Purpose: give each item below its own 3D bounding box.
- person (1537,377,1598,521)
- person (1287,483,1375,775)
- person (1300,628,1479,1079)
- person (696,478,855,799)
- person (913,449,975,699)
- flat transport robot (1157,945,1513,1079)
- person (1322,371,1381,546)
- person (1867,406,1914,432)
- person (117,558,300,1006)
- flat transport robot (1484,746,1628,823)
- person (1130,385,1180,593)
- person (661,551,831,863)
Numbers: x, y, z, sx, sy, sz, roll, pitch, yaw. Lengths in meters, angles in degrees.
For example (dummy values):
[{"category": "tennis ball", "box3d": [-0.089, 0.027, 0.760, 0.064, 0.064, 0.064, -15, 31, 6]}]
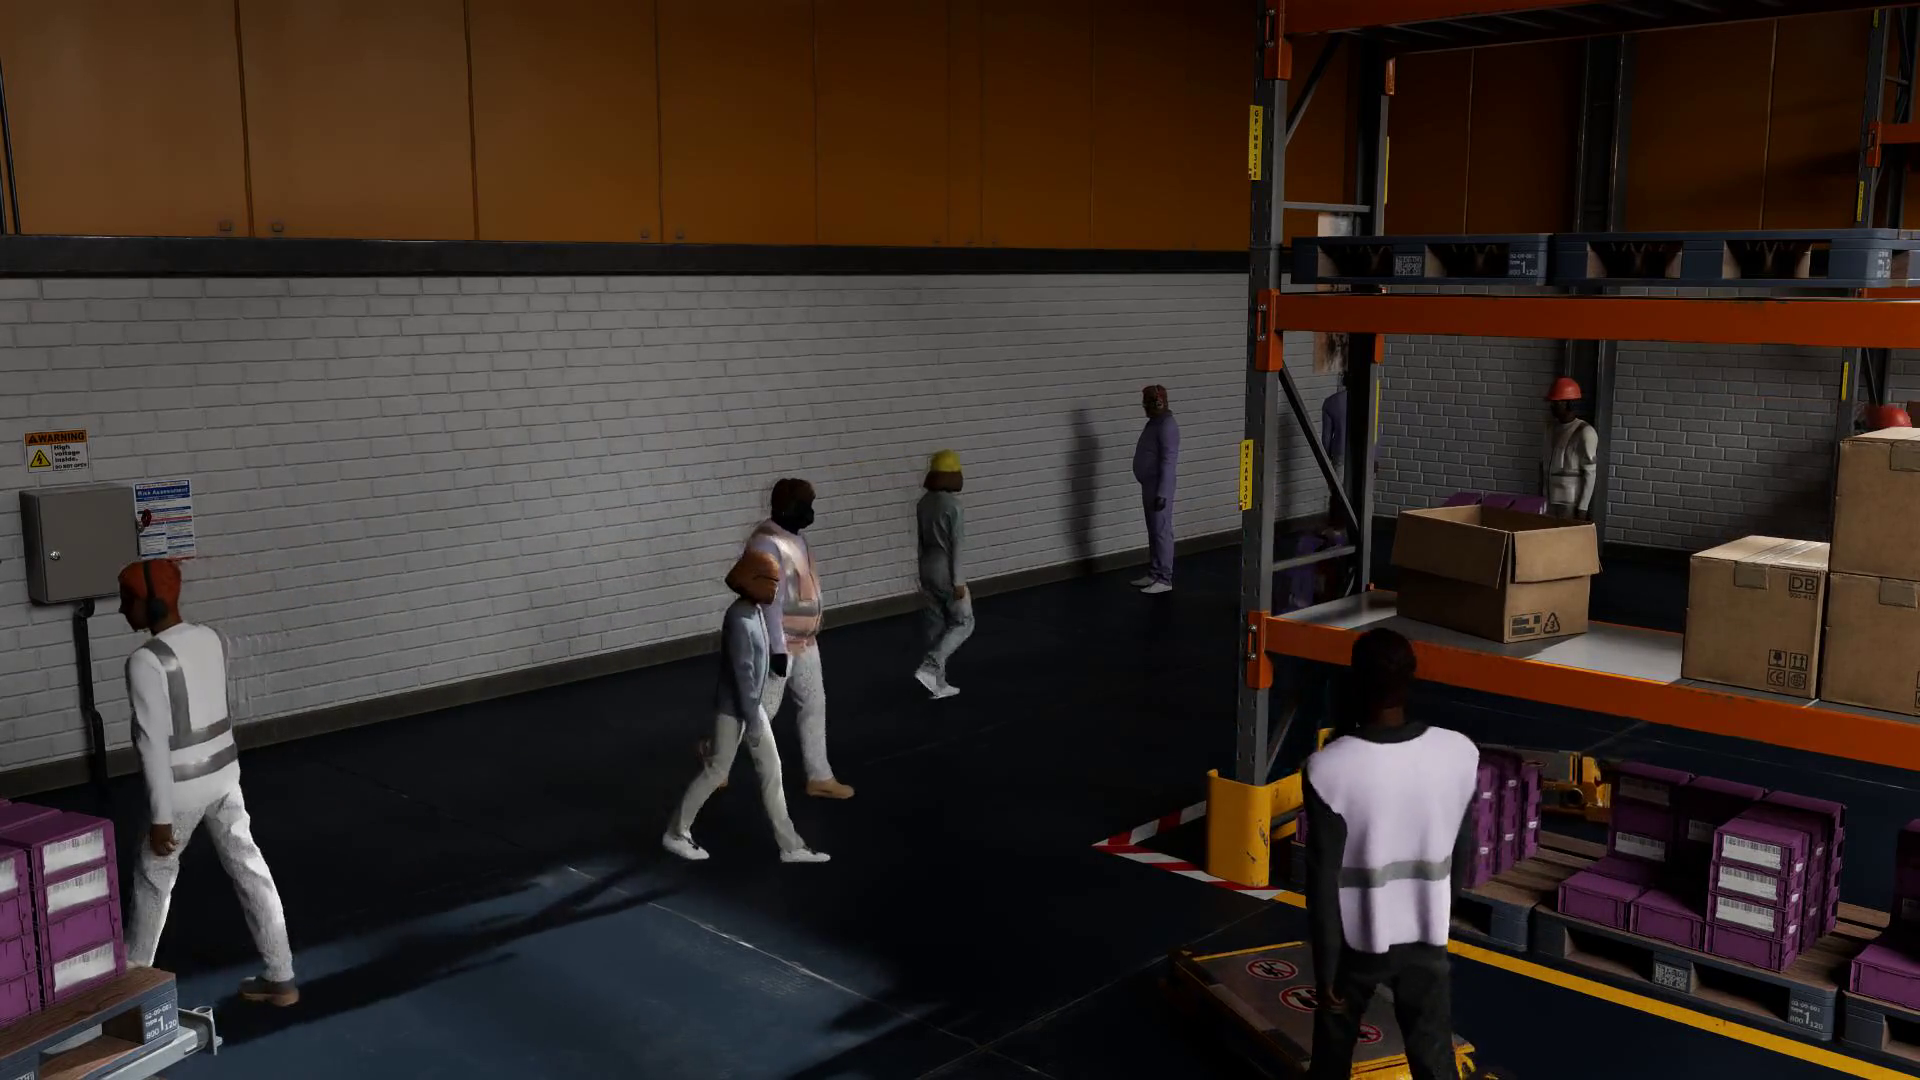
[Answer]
[{"category": "person", "box3d": [5.069, -0.350, 14.051, 0.392, 2.041, 0.615, -3, 10, -18]}, {"category": "person", "box3d": [2.008, 0.596, 8.960, 0.483, 1.820, 0.556, -4, 10, -21]}, {"category": "person", "box3d": [1.315, 1.197, 5.130, 0.592, 1.869, 1.051, -2, 9, -9]}, {"category": "person", "box3d": [-1.034, 0.549, 9.263, 0.848, 1.814, 0.636, 3, 10, 20]}, {"category": "person", "box3d": [-0.124, 0.245, 11.327, 0.397, 1.725, 0.496, -7, 12, -36]}, {"category": "flat transport robot", "box3d": [1.349, 1.821, 6.160, 0.652, 0.197, 1.431, -3, 10, -20]}, {"category": "person", "box3d": [4.141, -0.879, 17.618, 0.630, 1.939, 0.372, 5, 10, 27]}, {"category": "person", "box3d": [6.889, -0.042, 12.506, 0.633, 1.941, 1.050, -8, 12, -41]}, {"category": "person", "box3d": [-3.098, 0.967, 6.578, 0.945, 1.832, 0.655, 2, 9, 12]}, {"category": "flat transport robot", "box3d": [2.957, 1.313, 9.272, 1.431, 0.197, 0.652, 3, 10, 20]}, {"category": "person", "box3d": [1.780, -0.467, 15.200, 0.407, 1.905, 0.639, -1, 9, -5]}, {"category": "person", "box3d": [-1.094, 0.839, 8.223, 0.856, 1.598, 0.502, 1, 9, 8]}]
